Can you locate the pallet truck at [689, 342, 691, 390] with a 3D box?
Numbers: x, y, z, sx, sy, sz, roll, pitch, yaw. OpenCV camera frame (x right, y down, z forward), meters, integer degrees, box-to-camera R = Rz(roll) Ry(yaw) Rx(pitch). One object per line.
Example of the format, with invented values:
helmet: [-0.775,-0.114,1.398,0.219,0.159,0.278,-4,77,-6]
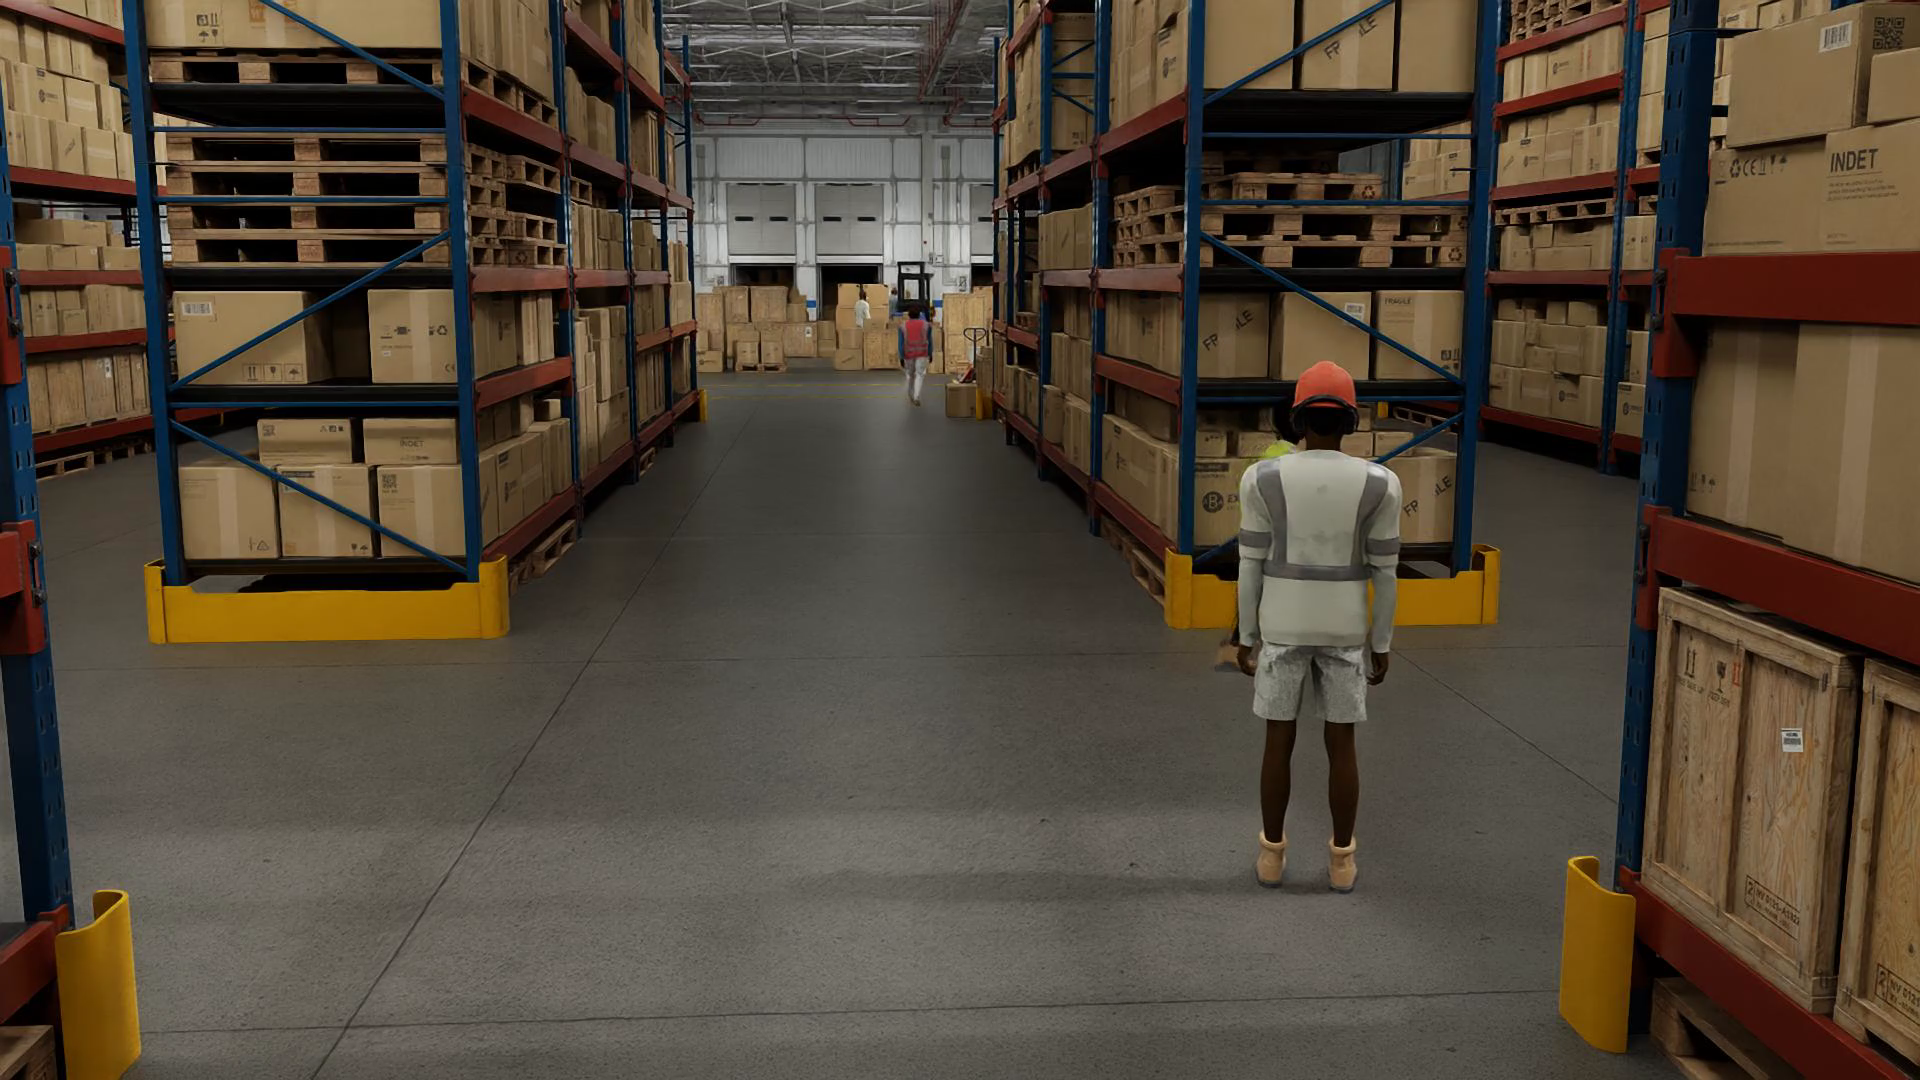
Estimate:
pallet truck: [-5.225,-3.008,27.480,1.885,1.965,0.823,2,9,14]

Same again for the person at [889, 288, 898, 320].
person: [-2.302,-7.826,57.972,0.636,1.928,0.380,4,10,23]

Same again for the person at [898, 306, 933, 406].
person: [-0.810,-3.339,30.205,0.618,1.805,0.961,1,9,5]

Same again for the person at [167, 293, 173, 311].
person: [-29.871,-8.637,63.232,1.025,1.867,0.608,2,9,11]

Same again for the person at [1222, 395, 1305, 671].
person: [1.946,-0.036,9.897,0.859,1.653,0.535,-1,9,-6]

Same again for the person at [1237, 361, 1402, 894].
person: [1.361,0.338,6.382,0.601,2.036,0.404,1,9,7]

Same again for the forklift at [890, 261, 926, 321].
forklift: [-1.647,-8.063,56.459,1.129,2.768,1.873,2,9,14]

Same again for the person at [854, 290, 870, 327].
person: [-2.654,-5.869,45.633,0.372,1.940,0.630,-7,11,-37]
